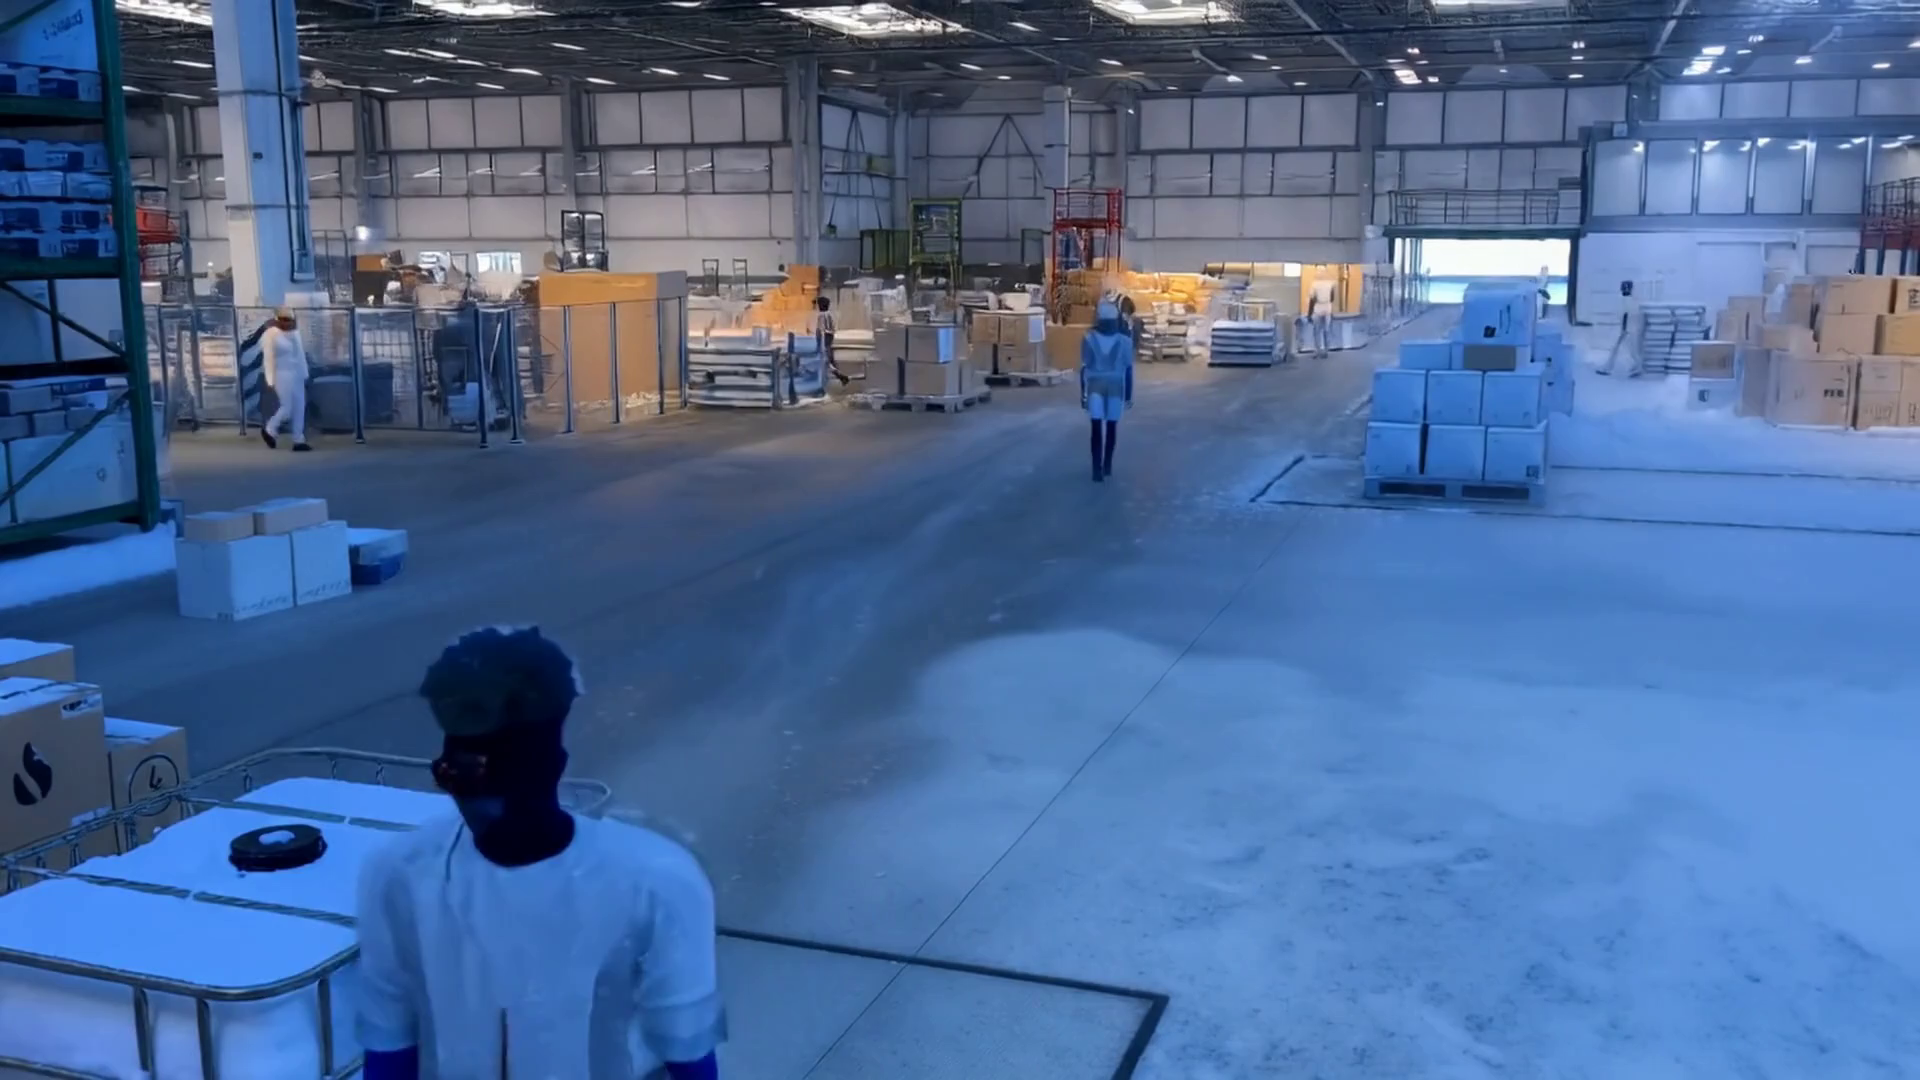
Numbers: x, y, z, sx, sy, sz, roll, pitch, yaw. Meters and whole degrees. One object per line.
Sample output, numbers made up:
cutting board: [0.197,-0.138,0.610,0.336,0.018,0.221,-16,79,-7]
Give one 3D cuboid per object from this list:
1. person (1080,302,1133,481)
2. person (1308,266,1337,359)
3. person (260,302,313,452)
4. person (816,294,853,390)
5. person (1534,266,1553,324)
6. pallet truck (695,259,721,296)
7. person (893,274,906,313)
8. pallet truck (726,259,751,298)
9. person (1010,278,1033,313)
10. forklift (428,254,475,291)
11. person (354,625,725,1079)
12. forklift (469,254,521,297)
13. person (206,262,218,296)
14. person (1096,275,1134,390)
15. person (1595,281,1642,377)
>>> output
person: [1.560,-1.573,17.716,0.571,1.884,0.972,1,10,5]
person: [7.925,-4.973,36.436,0.615,2.040,0.391,-1,10,-4]
person: [-8.161,-1.960,20.103,0.534,1.816,0.598,3,11,17]
person: [-2.216,-3.325,28.179,0.703,1.679,0.538,4,11,20]
person: [18.538,-7.795,52.944,0.580,1.839,0.998,5,11,26]
pallet truck: [-9.165,-9.627,62.776,0.823,1.965,1.885,4,11,23]
person: [-1.553,-5.917,42.538,0.324,1.765,0.534,0,10,2]
pallet truck: [-7.986,-9.493,62.019,0.823,1.965,1.885,3,11,17]
person: [1.236,-4.376,33.646,0.527,1.845,0.796,-5,11,-27]
forklift: [-20.133,-10.254,65.465,1.157,1.987,2.680,3,11,19]
person: [-0.681,1.050,2.861,0.609,1.933,0.940,2,10,10]
forklift: [-17.990,-10.121,64.684,1.157,1.987,2.680,3,11,17]
person: [-29.349,-9.989,65.307,0.586,1.823,0.403,10,14,44]
person: [2.576,-3.532,28.326,0.700,2.000,1.029,4,11,24]
person: [12.658,-4.016,31.684,0.526,1.818,0.942,-7,12,-33]
